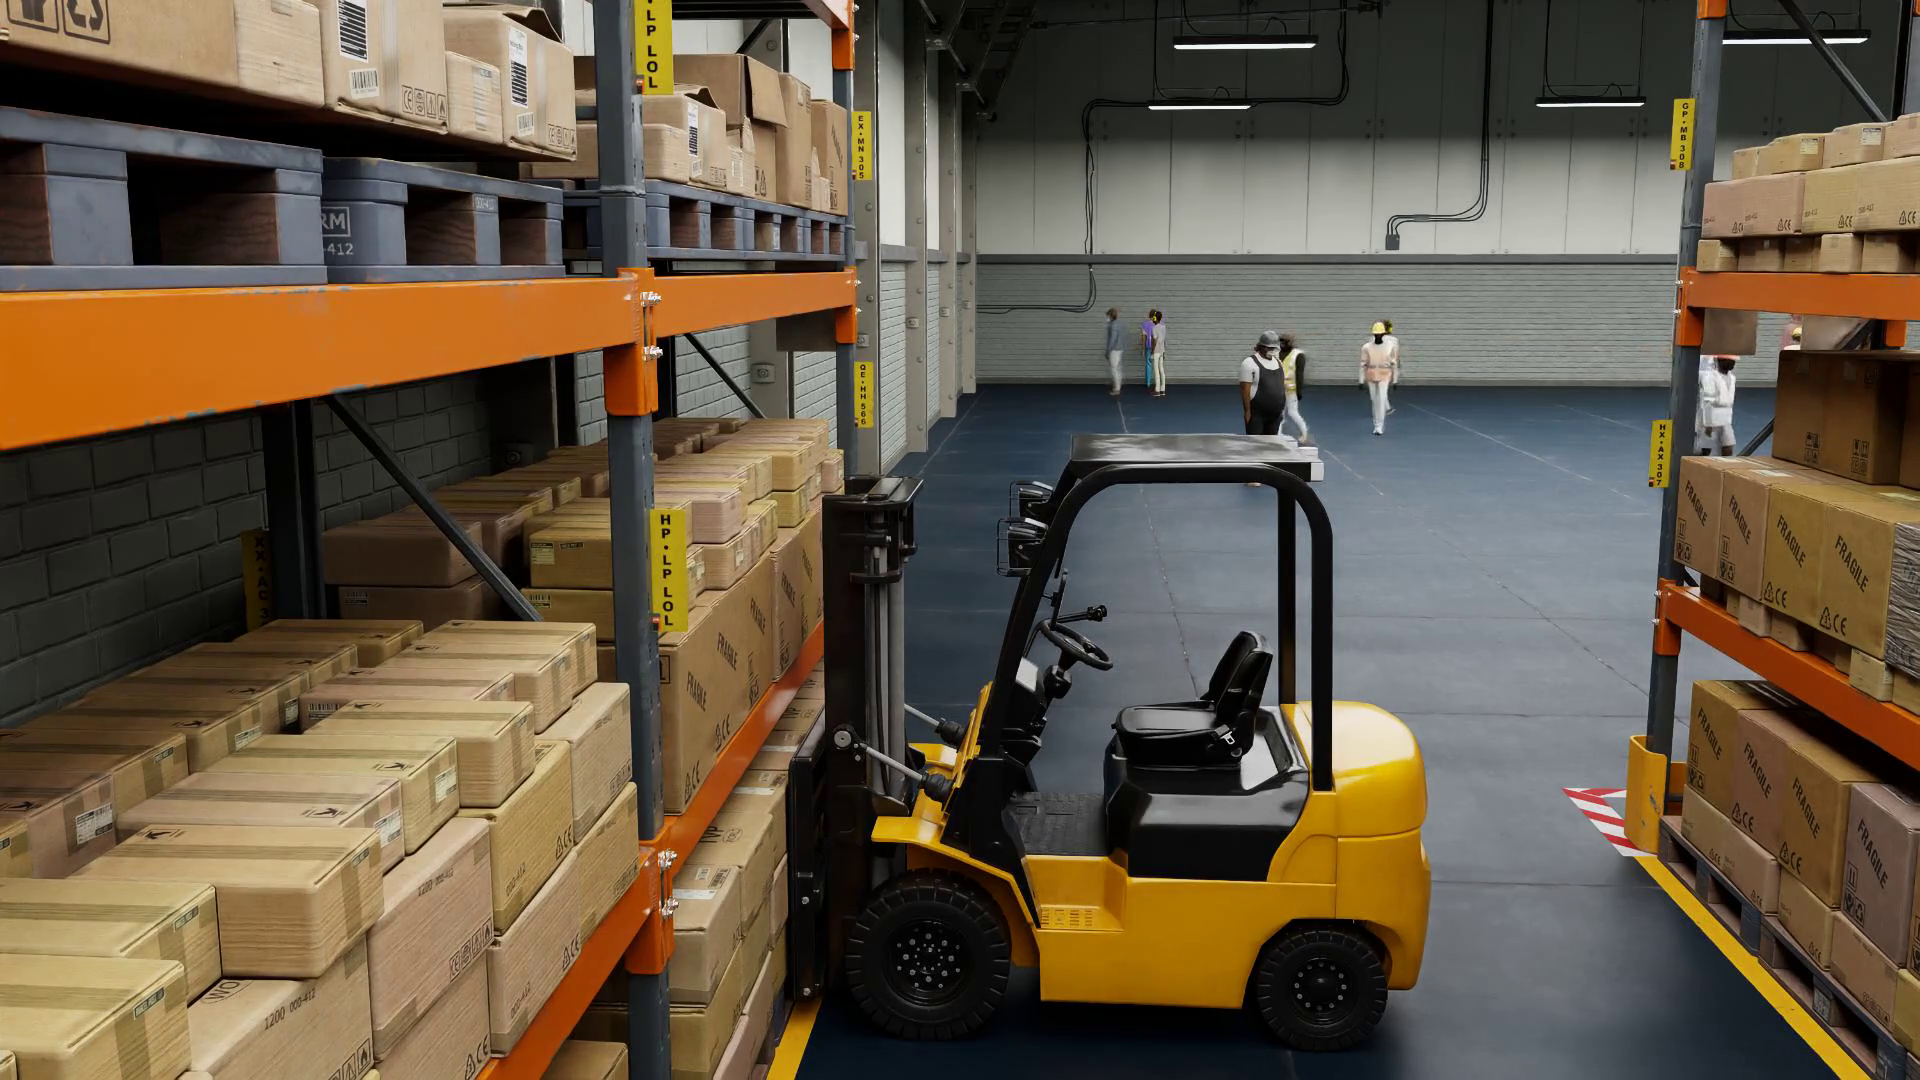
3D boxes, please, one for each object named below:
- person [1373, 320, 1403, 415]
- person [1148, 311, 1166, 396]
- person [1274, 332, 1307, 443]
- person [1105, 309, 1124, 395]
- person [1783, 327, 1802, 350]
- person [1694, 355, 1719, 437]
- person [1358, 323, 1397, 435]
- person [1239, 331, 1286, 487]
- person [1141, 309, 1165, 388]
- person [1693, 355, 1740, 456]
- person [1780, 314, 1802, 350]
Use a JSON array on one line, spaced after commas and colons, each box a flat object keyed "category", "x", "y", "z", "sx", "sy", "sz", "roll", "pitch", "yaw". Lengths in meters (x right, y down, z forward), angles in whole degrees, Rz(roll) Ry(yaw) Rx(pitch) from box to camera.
[{"category": "person", "x": 8.132, "y": -3.250, "z": 31.603, "sx": 0.968, "sy": 1.823, "sz": 0.519, "roll": -9, "pitch": 13, "yaw": -43}, {"category": "person", "x": 4.354, "y": -4.119, "z": 36.723, "sx": 0.313, "sy": 1.869, "sz": 0.528, "roll": 8, "pitch": 12, "yaw": 38}, {"category": "person", "x": 5.202, "y": -2.383, "z": 26.355, "sx": 0.751, "sy": 1.817, "sz": 0.633, "roll": -9, "pitch": 13, "yaw": -43}, {"category": "person", "x": 3.470, "y": -4.199, "z": 37.136, "sx": 0.387, "sy": 1.906, "sz": 0.860, "roll": 2, "pitch": 10, "yaw": 13}, {"category": "person", "x": 14.902, "y": -2.898, "z": 29.639, "sx": 0.526, "sy": 1.765, "sz": 0.329, "roll": 2, "pitch": 10, "yaw": 11}, {"category": "person", "x": 12.322, "y": -2.597, "z": 27.653, "sx": 0.404, "sy": 1.823, "sz": 0.602, "roll": -8, "pitch": 13, "yaw": -42}, {"category": "person", "x": 7.025, "y": -2.705, "z": 28.060, "sx": 0.620, "sy": 1.890, "sz": 0.902, "roll": 5, "pitch": 10, "yaw": 25}, {"category": "person", "x": 3.982, "y": -1.712, "z": 21.615, "sx": 0.674, "sy": 2.000, "sz": 0.535, "roll": -6, "pitch": 11, "yaw": -31}, {"category": "person", "x": 4.545, "y": -4.502, "z": 39.106, "sx": 0.570, "sy": 1.845, "sz": 0.380, "roll": -1, "pitch": 9, "yaw": -5}, {"category": "person", "x": 9.363, "y": -1.493, "z": 20.691, "sx": 0.549, "sy": 1.915, "sz": 0.846, "roll": -4, "pitch": 10, "yaw": -25}, {"category": "person", "x": 18.151, "y": -4.047, "z": 36.234, "sx": 0.641, "sy": 1.891, "sz": 0.421, "roll": 0, "pitch": 9, "yaw": -1}]
